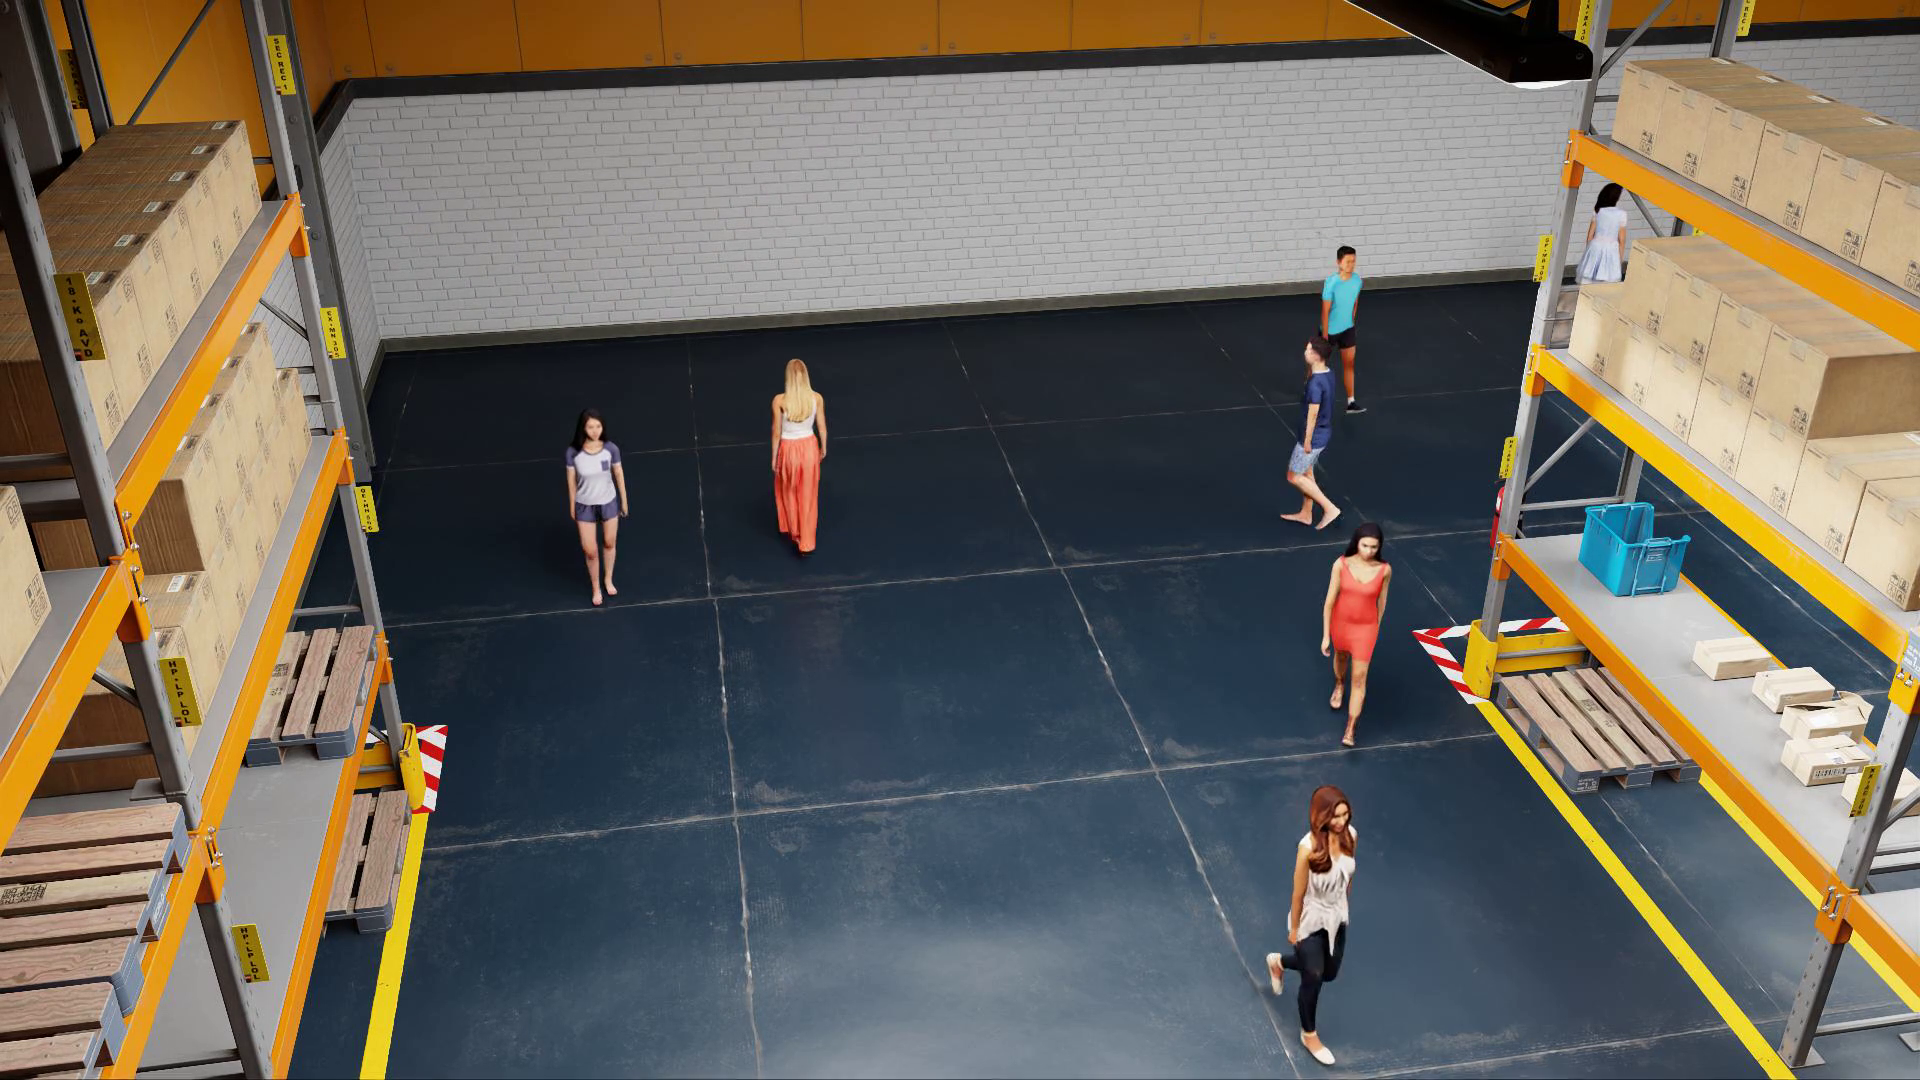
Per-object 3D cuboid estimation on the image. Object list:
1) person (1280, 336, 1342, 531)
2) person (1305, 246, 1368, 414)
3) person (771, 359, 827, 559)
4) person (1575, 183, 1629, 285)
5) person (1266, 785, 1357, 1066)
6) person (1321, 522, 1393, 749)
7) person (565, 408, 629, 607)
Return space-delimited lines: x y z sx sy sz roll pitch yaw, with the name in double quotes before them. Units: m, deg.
"person" 3.205 -0.912 14.724 0.927 1.834 0.882 16 32 26
"person" 3.823 -2.190 17.180 0.819 1.724 1.193 -12 31 -20
"person" -1.376 -0.663 14.319 0.678 1.785 0.850 -6 29 -11
"person" 7.282 -3.163 18.872 0.857 1.813 0.919 20 34 32
"person" 1.948 2.085 9.295 0.775 1.771 0.985 -15 32 -25
"person" 2.862 0.602 12.123 0.936 1.666 1.217 8 30 15
"person" -3.023 -0.339 13.813 0.684 1.699 0.726 -10 30 -18
